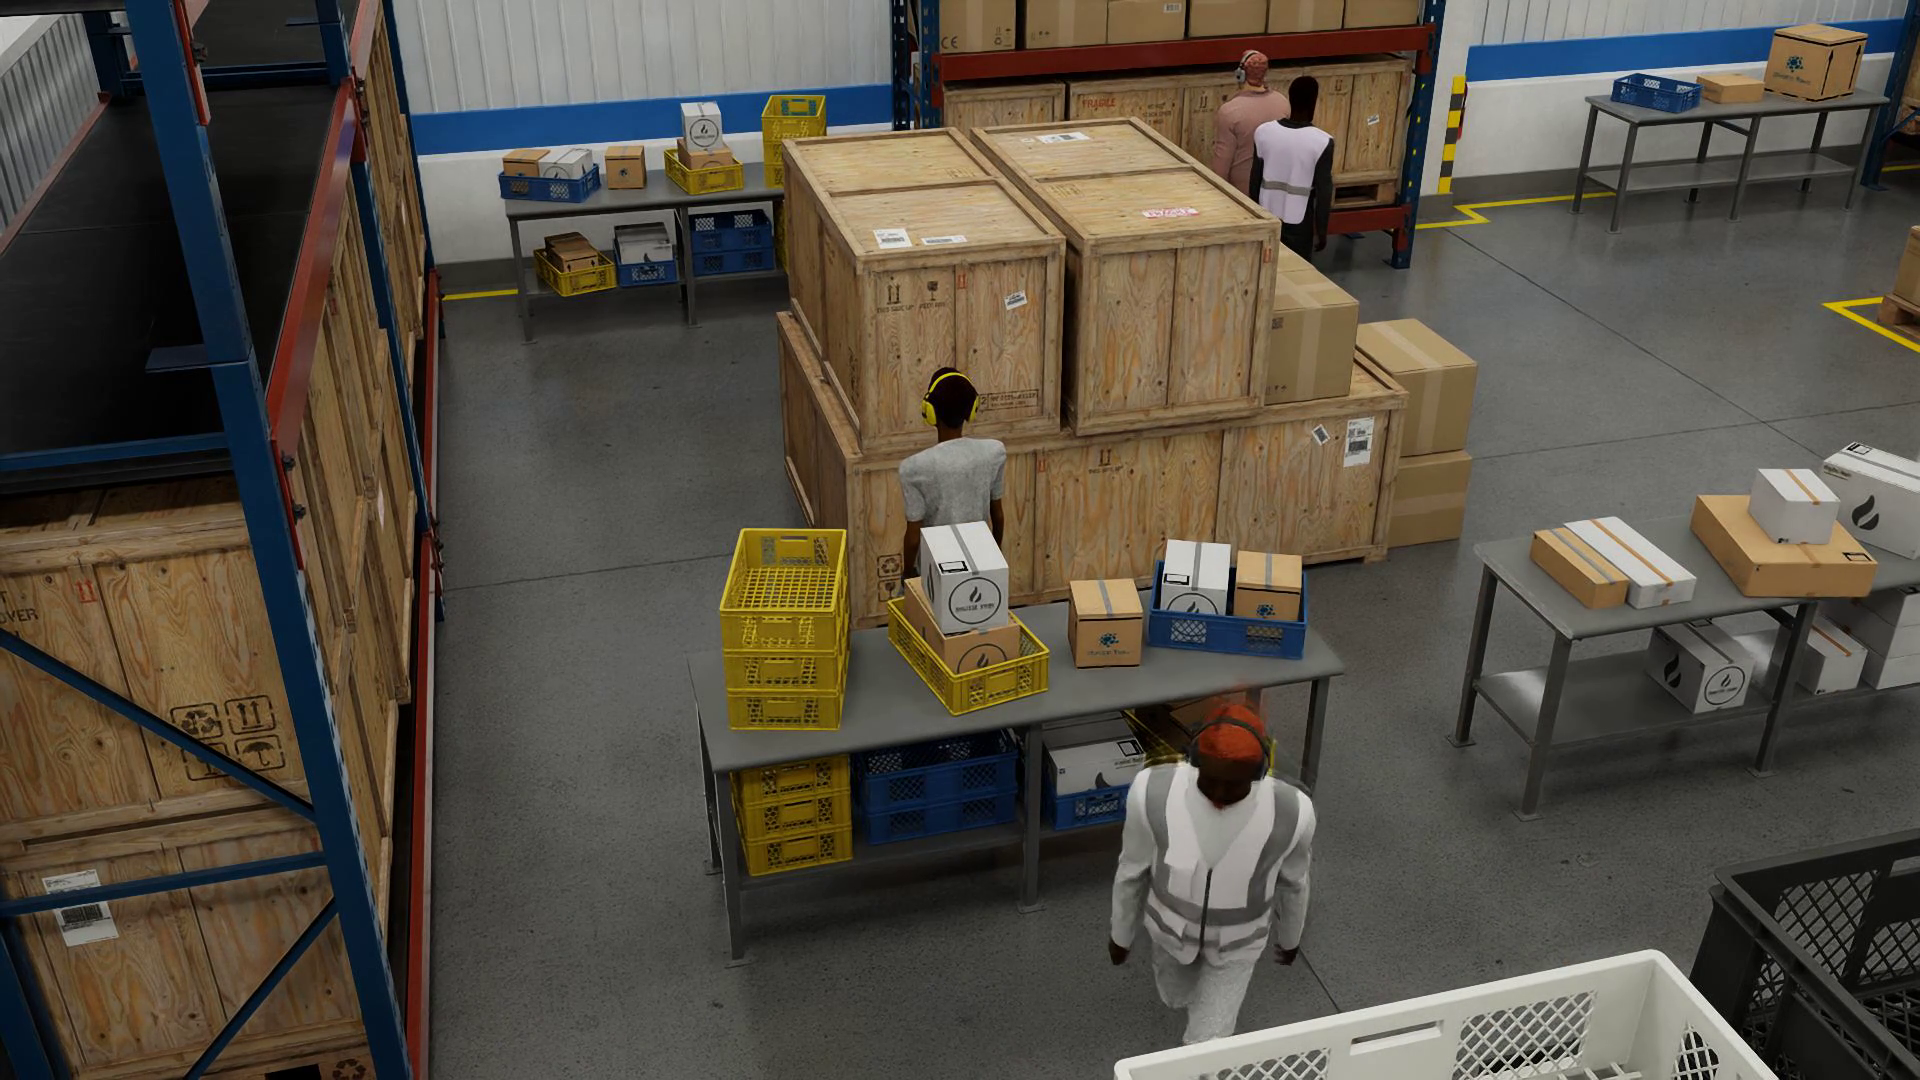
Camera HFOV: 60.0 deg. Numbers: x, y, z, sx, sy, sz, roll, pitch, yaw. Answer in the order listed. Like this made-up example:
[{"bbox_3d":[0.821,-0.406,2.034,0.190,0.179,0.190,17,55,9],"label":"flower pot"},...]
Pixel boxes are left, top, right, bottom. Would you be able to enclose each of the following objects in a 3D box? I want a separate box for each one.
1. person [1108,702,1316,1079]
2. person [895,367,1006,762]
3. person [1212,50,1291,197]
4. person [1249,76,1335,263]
[{"bbox_3d":[0.795,1.193,5.318,0.599,1.844,0.931,8,30,14],"label":"person"},{"bbox_3d":[-0.045,0.134,7.205,0.515,1.867,0.328,-15,32,-25],"label":"person"},{"bbox_3d":[2.052,-2.590,12.106,0.655,1.906,0.407,-17,33,-28],"label":"person"},{"bbox_3d":[2.242,-2.196,11.381,0.597,1.914,0.372,20,35,32],"label":"person"}]
